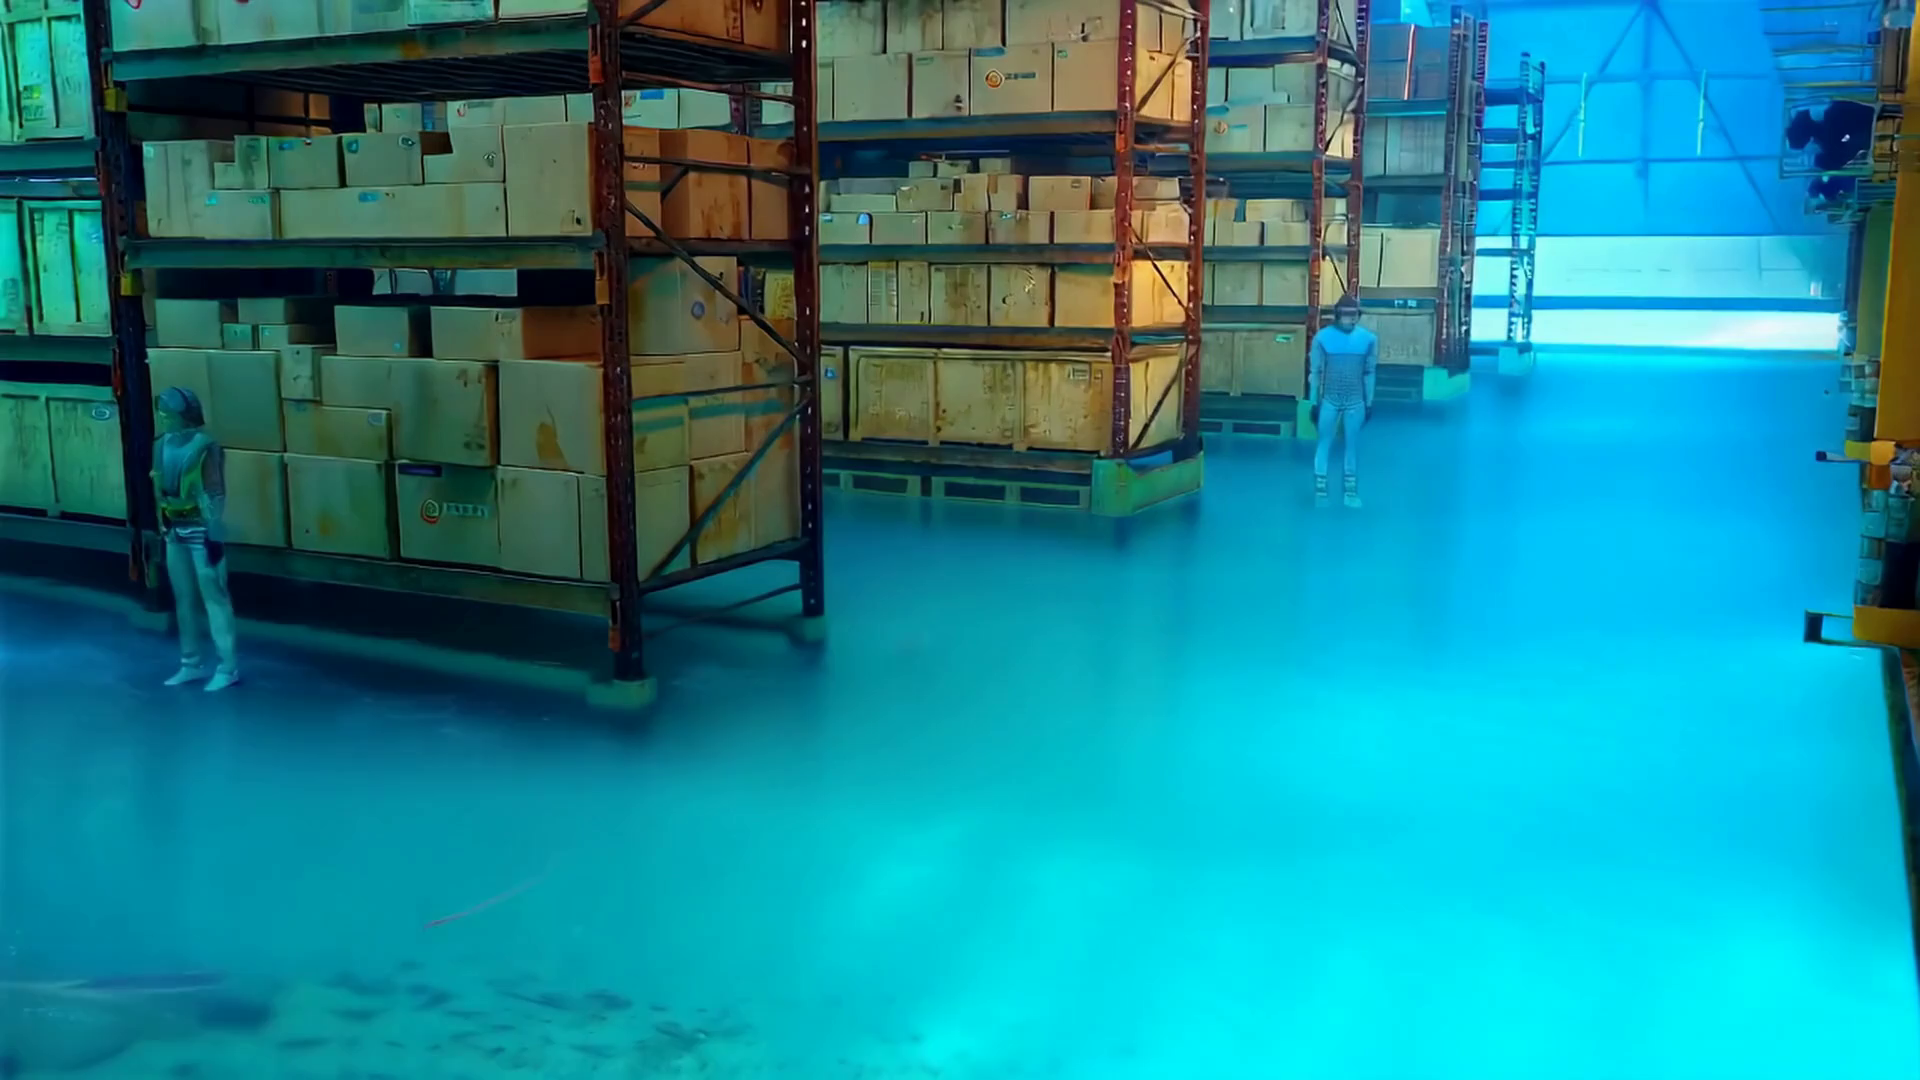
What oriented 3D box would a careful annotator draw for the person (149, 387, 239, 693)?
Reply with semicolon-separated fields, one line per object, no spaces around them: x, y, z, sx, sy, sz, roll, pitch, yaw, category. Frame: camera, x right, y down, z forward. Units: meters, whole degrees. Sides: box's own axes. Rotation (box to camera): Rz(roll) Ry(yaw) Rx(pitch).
-4.086;-0.002;8.869;0.518;1.633;0.313;5;11;28;person

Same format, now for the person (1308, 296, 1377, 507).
3.512;-1.265;15.294;0.630;1.940;0.372;-1;10;-6;person
